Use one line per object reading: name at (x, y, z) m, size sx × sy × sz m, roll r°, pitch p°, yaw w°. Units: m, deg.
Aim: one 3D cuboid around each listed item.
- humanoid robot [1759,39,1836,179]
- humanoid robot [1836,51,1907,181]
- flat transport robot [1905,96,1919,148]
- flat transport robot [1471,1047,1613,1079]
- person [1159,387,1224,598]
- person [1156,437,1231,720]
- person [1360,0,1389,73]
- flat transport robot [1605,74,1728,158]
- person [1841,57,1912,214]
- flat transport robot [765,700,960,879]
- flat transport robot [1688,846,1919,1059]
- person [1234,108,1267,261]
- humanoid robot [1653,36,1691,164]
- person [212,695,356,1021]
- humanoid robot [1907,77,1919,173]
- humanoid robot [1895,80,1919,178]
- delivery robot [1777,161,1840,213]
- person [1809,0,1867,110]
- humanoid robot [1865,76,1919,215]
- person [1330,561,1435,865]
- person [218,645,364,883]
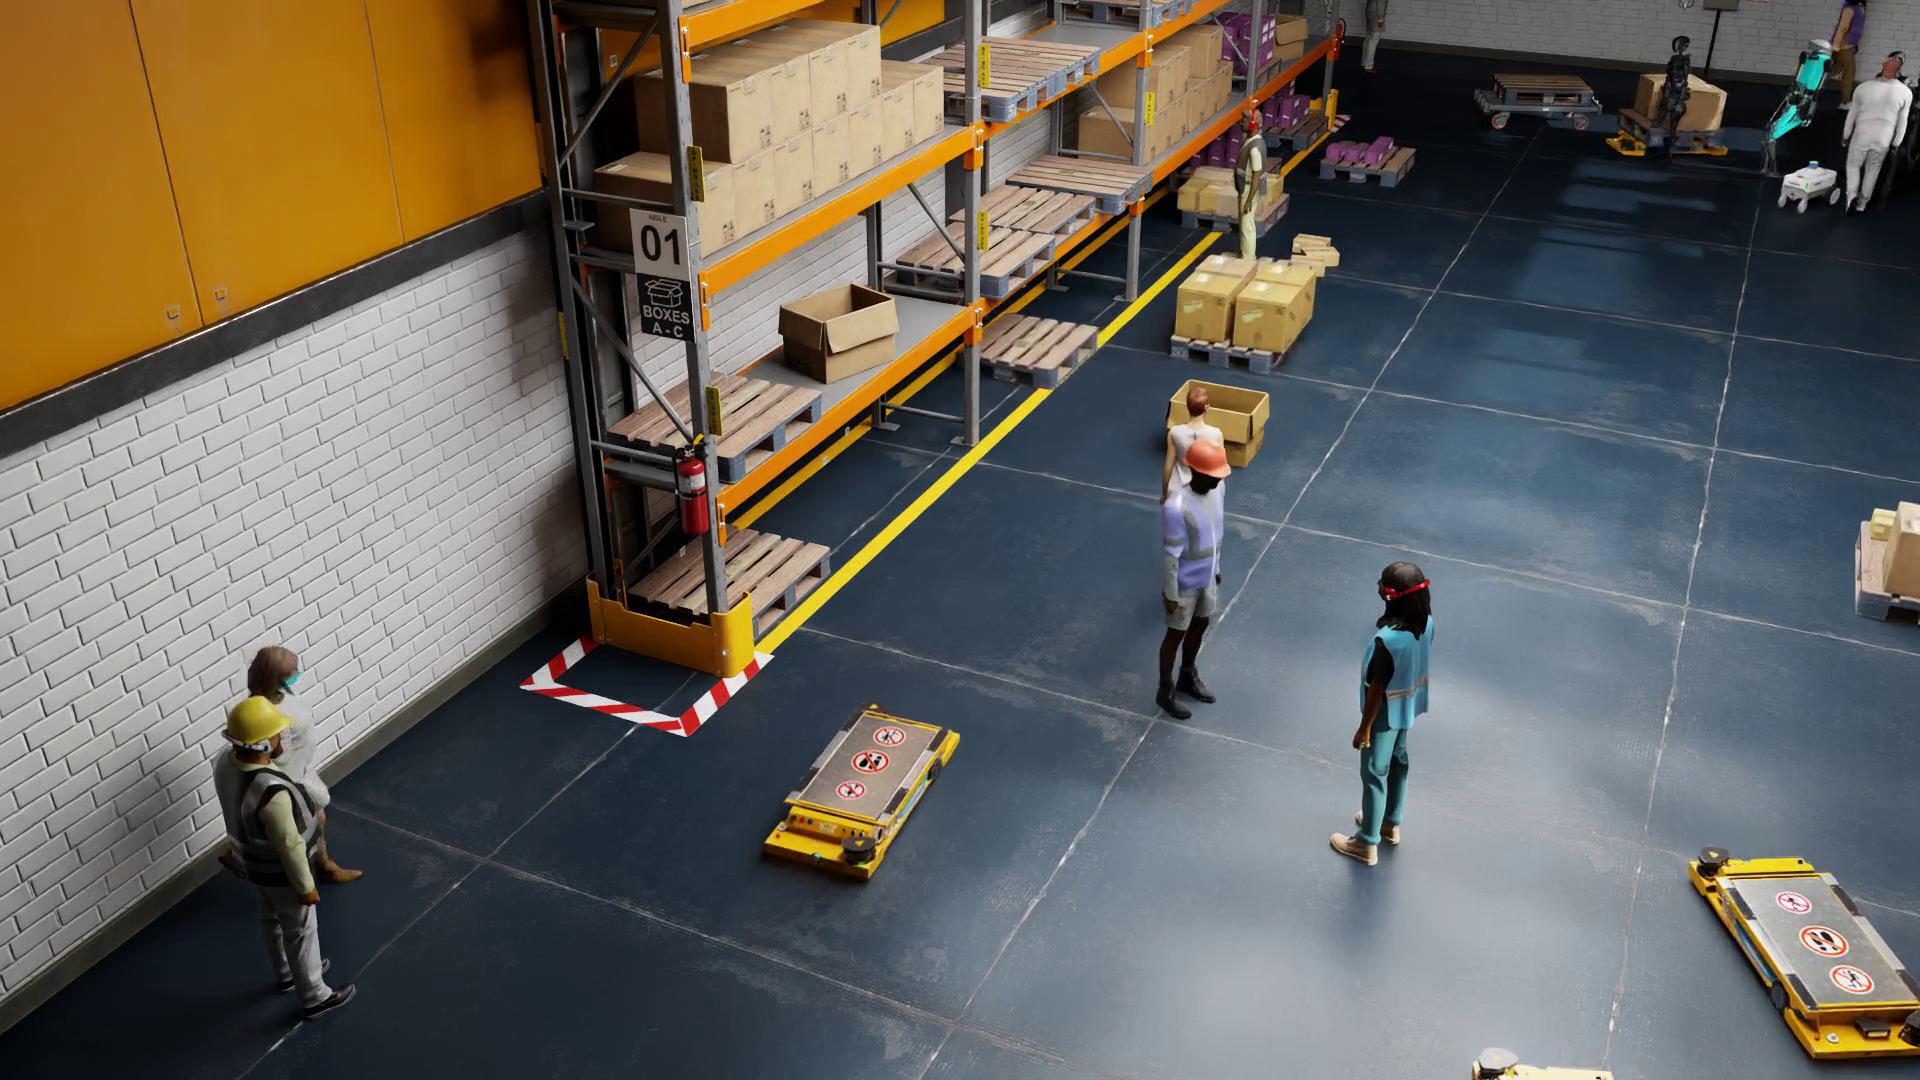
humanoid robot at (10.659, -5.536, 21.430) m, size 0.770 × 1.761 × 0.568 m, roll -8°, pitch 29°, yaw -15°
humanoid robot at (11.802, -5.435, 21.377) m, size 0.576 × 1.665 × 0.600 m, roll -6°, pitch 29°, yaw -12°
flat transport robot at (13.419, -5.534, 22.990) m, size 1.431 × 0.231 × 0.659 m, roll 22°, pitch 35°, yaw 35°
flat transport robot at (2.735, 2.876, 7.395) m, size 0.659 × 0.231 × 1.431 m, roll 3°, pitch 28°, yaw 5°
person at (1.643, -0.303, 11.824) m, size 0.448 × 1.657 × 0.290 m, roll 4°, pitch 29°, yaw 8°
person at (1.497, 0.230, 10.551) m, size 0.370 × 1.934 × 0.554 m, roll 24°, pitch 37°, yaw 37°
person at (6.718, -8.463, 26.790) m, size 0.366 × 1.823 × 0.517 m, roll -2°, pitch 28°, yaw -3°
flat transport robot at (9.703, -5.453, 22.839) m, size 1.431 × 0.231 × 0.659 m, roll -1°, pitch 28°, yaw -1°
person at (10.958, -4.817, 19.965) m, size 0.662 × 1.873 × 0.641 m, roll 10°, pitch 30°, yaw 17°
flat transport robot at (-0.559, 1.469, 10.004) m, size 0.659 × 0.231 × 1.431 m, roll 10°, pitch 30°, yaw 19°
flat transport robot at (4.474, 2.140, 8.760) m, size 0.659 × 0.231 × 1.431 m, roll -1°, pitch 28°, yaw -3°
person at (3.130, -3.757, 18.033) m, size 0.378 × 1.844 × 0.568 m, roll 1°, pitch 28°, yaw 2°
humanoid robot at (9.482, -5.833, 22.061) m, size 0.312 × 1.650 × 0.612 m, roll -1°, pitch 28°, yaw -2°
person at (-3.346, 1.563, 8.197) m, size 0.590 × 1.824 × 0.403 m, roll 24°, pitch 36°, yaw 37°
humanoid robot at (12.758, -5.622, 21.609) m, size 0.743 × 1.774 × 0.557 m, roll -6°, pitch 29°, yaw -11°
humanoid robot at (12.435, -5.502, 21.452) m, size 0.370 × 1.648 × 0.609 m, roll -3°, pitch 28°, yaw -5°
delivery robot at (10.488, -4.385, 20.541) m, size 0.767 × 0.579 × 0.499 m, roll -19°, pitch 34°, yaw -31°
person at (13.110, -7.382, 24.719) m, size 0.899 × 1.887 × 0.562 m, roll 22°, pitch 35°, yaw 34°
humanoid robot at (11.258, -4.776, 20.104) m, size 0.584 × 1.648 × 0.332 m, roll 24°, pitch 36°, yaw 37°
person at (2.389, 0.967, 9.258) m, size 0.377 × 1.864 × 0.528 m, roll 22°, pitch 36°, yaw 35°
person at (-3.716, 1.258, 8.950) m, size 0.659 × 1.632 × 0.544 m, roll -12°, pitch 31°, yaw -22°
